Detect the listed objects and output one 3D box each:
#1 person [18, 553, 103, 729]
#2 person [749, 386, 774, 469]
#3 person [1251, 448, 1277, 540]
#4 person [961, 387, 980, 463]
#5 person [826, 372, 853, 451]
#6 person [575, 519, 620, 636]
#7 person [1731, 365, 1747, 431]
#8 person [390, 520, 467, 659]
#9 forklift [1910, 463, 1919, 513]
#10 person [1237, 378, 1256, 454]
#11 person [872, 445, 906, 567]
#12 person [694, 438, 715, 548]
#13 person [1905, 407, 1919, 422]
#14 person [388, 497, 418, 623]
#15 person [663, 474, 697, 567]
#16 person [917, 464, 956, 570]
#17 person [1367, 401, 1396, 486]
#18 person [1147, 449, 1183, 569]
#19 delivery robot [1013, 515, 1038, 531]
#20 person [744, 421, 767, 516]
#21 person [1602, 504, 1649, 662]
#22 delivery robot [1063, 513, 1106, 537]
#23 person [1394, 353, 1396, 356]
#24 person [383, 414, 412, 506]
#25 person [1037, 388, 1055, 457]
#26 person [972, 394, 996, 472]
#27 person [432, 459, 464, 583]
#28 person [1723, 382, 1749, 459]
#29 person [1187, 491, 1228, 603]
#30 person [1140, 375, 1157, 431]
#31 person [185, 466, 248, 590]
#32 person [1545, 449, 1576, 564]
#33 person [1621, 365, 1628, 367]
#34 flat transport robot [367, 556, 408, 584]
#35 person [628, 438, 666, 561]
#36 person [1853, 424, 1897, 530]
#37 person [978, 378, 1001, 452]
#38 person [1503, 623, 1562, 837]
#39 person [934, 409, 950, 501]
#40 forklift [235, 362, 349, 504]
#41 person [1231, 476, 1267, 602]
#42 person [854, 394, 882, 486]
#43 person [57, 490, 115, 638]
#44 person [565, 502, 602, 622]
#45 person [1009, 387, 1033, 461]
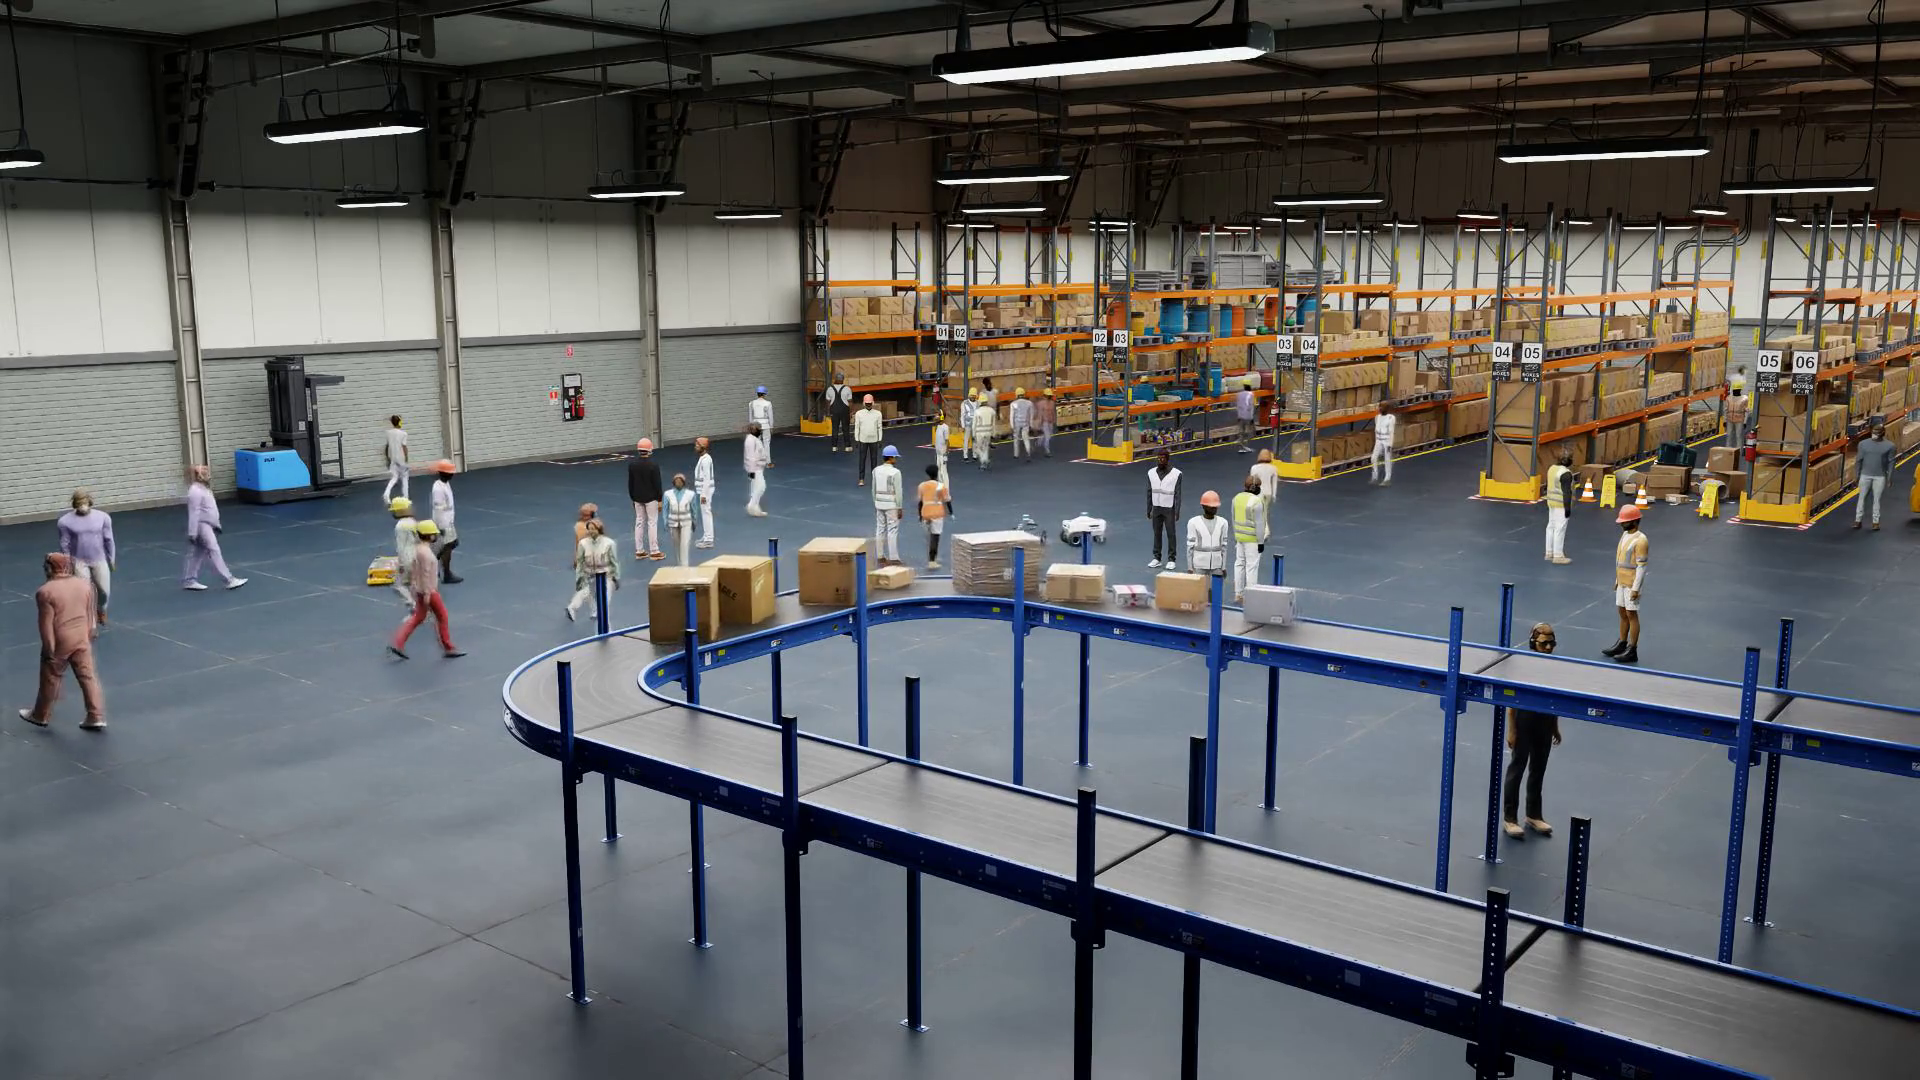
[{"bbox_3d":[-9.393,1.049,16.302,0.969,1.856,0.677,4,11,19],"label":"person"},{"bbox_3d":[-4.688,-2.669,37.008,0.602,1.947,0.389,3,11,16],"label":"person"},{"bbox_3d":[5.323,-0.797,27.392,0.502,1.612,0.682,-3,11,-18],"label":"person"},{"bbox_3d":[0.306,-2.801,38.085,0.591,1.828,0.404,-5,11,-26],"label":"person"},{"bbox_3d":[-3.087,-3.299,40.411,0.675,2.000,0.536,2,10,9],"label":"person"},{"bbox_3d":[-4.647,0.533,19.964,0.546,1.592,0.842,3,10,14],"label":"person"},{"bbox_3d":[22.448,-4.087,45.052,0.656,1.925,0.439,-10,14,-43],"label":"person"},{"bbox_3d":[-6.582,0.608,19.163,0.851,1.735,0.529,-5,11,-25],"label":"person"},{"bbox_3d":[19.034,-1.348,28.998,2.313,2.155,1.214,8,13,37],"label":"forklift"},{"bbox_3d":[7.333,-3.159,39.843,0.638,1.907,0.599,-8,13,-36],"label":"person"},{"bbox_3d":[-1.147,-0.544,25.052,0.605,1.944,0.403,9,14,42],"label":"person"},{"bbox_3d":[-4.387,-0.818,26.775,0.375,1.885,0.604,-2,10,-9],"label":"person"},{"bbox_3d":[26.590,-3.707,43.732,0.498,1.633,0.280,2,10,13],"label":"person"},{"bbox_3d":[-7.456,0.275,21.048,0.367,1.722,0.516,1,10,8],"label":"person"},{"bbox_3d":[-4.354,-0.246,24.381,0.501,1.592,0.875,0,10,0],"label":"person"},{"bbox_3d":[-0.359,-0.388,24.943,0.572,1.665,0.711,7,12,35],"label":"person"},{"bbox_3d":[9.171,-2.093,33.997,0.651,1.863,0.593,-7,12,-35],"label":"person"},{"bbox_3d":[3.253,-0.507,24.948,0.588,1.914,0.377,6,12,31],"label":"person"},{"bbox_3d":[1.134,-0.316,26.806,0.335,0.223,0.698,4,11,23],"label":"delivery robot"},{"bbox_3d":[-3.897,-1.352,29.914,0.447,1.832,0.651,0,10,3],"label":"person"},{"bbox_3d":[8.153,0.516,19.126,0.371,1.931,0.543,0,10,-1],"label":"person"},{"bbox_3d":[2.150,-0.232,27.064,0.707,0.478,0.477,-3,10,-14],"label":"delivery robot"},{"bbox_3d":[14.811,-5.621,53.867,0.314,1.861,0.511,7,12,34],"label":"person"},{"bbox_3d":[-11.246,-1.582,31.208,0.517,1.842,0.734,2,10,12],"label":"person"},{"bbox_3d":[2.141,-2.963,39.272,0.528,1.737,0.591,-9,13,-41],"label":"person"},{"bbox_3d":[0.542,-2.481,36.301,0.617,1.820,0.434,-5,11,-28],"label":"person"},{"bbox_3d":[-7.826,-0.289,23.698,0.515,1.912,0.571,-1,10,-7],"label":"person"},{"bbox_3d":[19.194,-2.961,38.724,0.383,1.922,0.587,-8,13,-37],"label":"person"},{"bbox_3d":[3.198,0.324,20.193,0.545,1.936,0.366,-2,10,-11],"label":"person"},{"bbox_3d":[5.183,-3.712,43.451,0.525,1.740,0.728,8,13,39],"label":"person"},{"bbox_3d":[-11.097,-0.172,23.184,0.965,1.860,0.692,-3,10,-16],"label":"person"},{"bbox_3d":[9.761,-0.555,25.405,0.429,1.841,0.634,-1,10,-4],"label":"person"},{"bbox_3d":[19.064,-4.082,45.044,0.664,1.913,0.548,-9,14,-42],"label":"person"},{"bbox_3d":[-8.795,0.449,24.295,0.652,0.197,1.431,-3,10,-14],"label":"flat transport robot"},{"bbox_3d":[-5.129,-0.670,25.611,0.622,1.996,0.369,5,11,24],"label":"person"},{"bbox_3d":[16.667,-1.157,28.531,0.627,1.936,0.375,7,12,34],"label":"person"},{"bbox_3d":[0.738,-3.249,40.355,0.695,1.922,0.529,-7,12,-35],"label":"person"},{"bbox_3d":[4.879,1.597,13.282,0.506,1.845,0.344,-3,11,-16],"label":"person"},{"bbox_3d":[-0.390,-1.747,32.034,0.313,1.869,0.538,-4,11,-23],"label":"person"},{"bbox_3d":[-13.803,-2.244,32.110,1.129,2.768,1.873,8,13,37],"label":"forklift"},{"bbox_3d":[4.137,0.001,22.296,0.430,1.839,0.619,-5,11,-26],"label":"person"},{"bbox_3d":[-1.997,-2.191,34.180,0.612,1.995,0.377,-2,10,-11],"label":"person"},{"bbox_3d":[-11.364,0.293,20.398,0.628,1.928,0.502,-6,12,-32],"label":"person"},{"bbox_3d":[-5.085,0.304,21.194,0.521,1.617,0.694,9,14,42],"label":"person"},{"bbox_3d":[1.514,-2.835,38.314,0.600,1.817,0.680,-3,10,-15],"label":"person"}]
